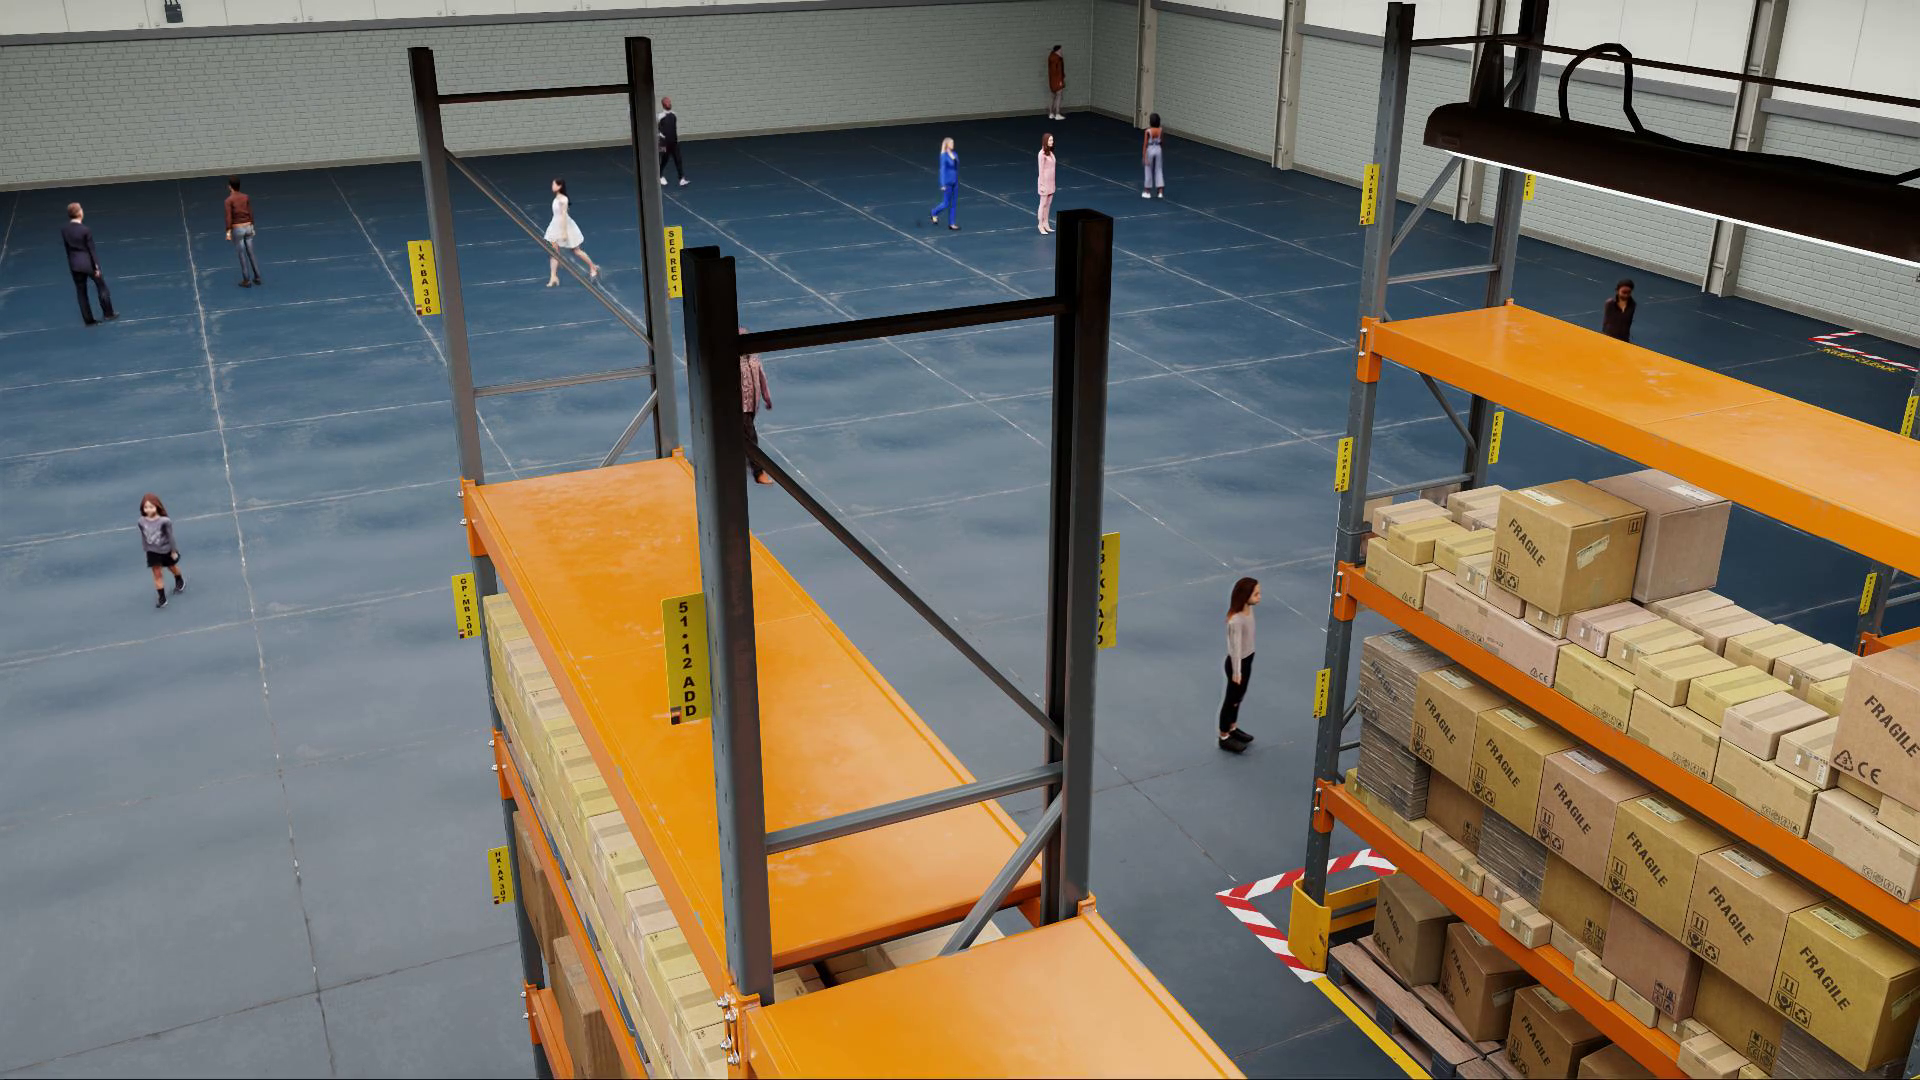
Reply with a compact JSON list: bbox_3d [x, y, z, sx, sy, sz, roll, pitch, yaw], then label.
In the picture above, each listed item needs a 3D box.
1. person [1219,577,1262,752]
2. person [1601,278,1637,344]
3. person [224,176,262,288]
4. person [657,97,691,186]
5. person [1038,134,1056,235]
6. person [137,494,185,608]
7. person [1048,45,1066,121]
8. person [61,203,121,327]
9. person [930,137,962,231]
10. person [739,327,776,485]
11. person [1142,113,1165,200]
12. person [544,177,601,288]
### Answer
[{"bbox_3d":[2.214,0.968,13.236,0.656,1.483,0.602,9,25,20],"label":"person"},{"bbox_3d":[8.352,-2.482,21.123,0.775,1.660,0.876,-2,23,-5],"label":"person"},{"bbox_3d":[-11.595,-4.989,26.865,0.757,1.780,0.749,14,27,30],"label":"person"},{"bbox_3d":[-6.111,-8.258,34.539,1.281,1.790,0.991,20,30,38],"label":"person"},{"bbox_3d":[1.575,-6.535,30.471,0.696,1.803,0.687,14,27,30],"label":"person"},{"bbox_3d":[-7.621,0.055,15.894,0.642,1.083,0.854,-3,23,-6],"label":"person"},{"bbox_3d":[2.475,-11.751,42.694,0.778,1.836,0.639,-12,26,-27],"label":"person"},{"bbox_3d":[-13.048,-4.066,24.673,0.907,1.796,0.990,1,23,2],"label":"person"},{"bbox_3d":[-0.273,-6.570,30.700,0.959,1.689,0.868,12,26,27],"label":"person"},{"bbox_3d":[-2.487,-1.556,18.798,1.317,1.775,1.051,17,28,34],"label":"person"},{"bbox_3d":[3.895,-7.708,33.365,0.639,1.696,0.579,-6,24,-14],"label":"person"},{"bbox_3d":[-6.292,-4.940,26.812,0.688,1.730,1.104,-12,26,-27],"label":"person"}]
